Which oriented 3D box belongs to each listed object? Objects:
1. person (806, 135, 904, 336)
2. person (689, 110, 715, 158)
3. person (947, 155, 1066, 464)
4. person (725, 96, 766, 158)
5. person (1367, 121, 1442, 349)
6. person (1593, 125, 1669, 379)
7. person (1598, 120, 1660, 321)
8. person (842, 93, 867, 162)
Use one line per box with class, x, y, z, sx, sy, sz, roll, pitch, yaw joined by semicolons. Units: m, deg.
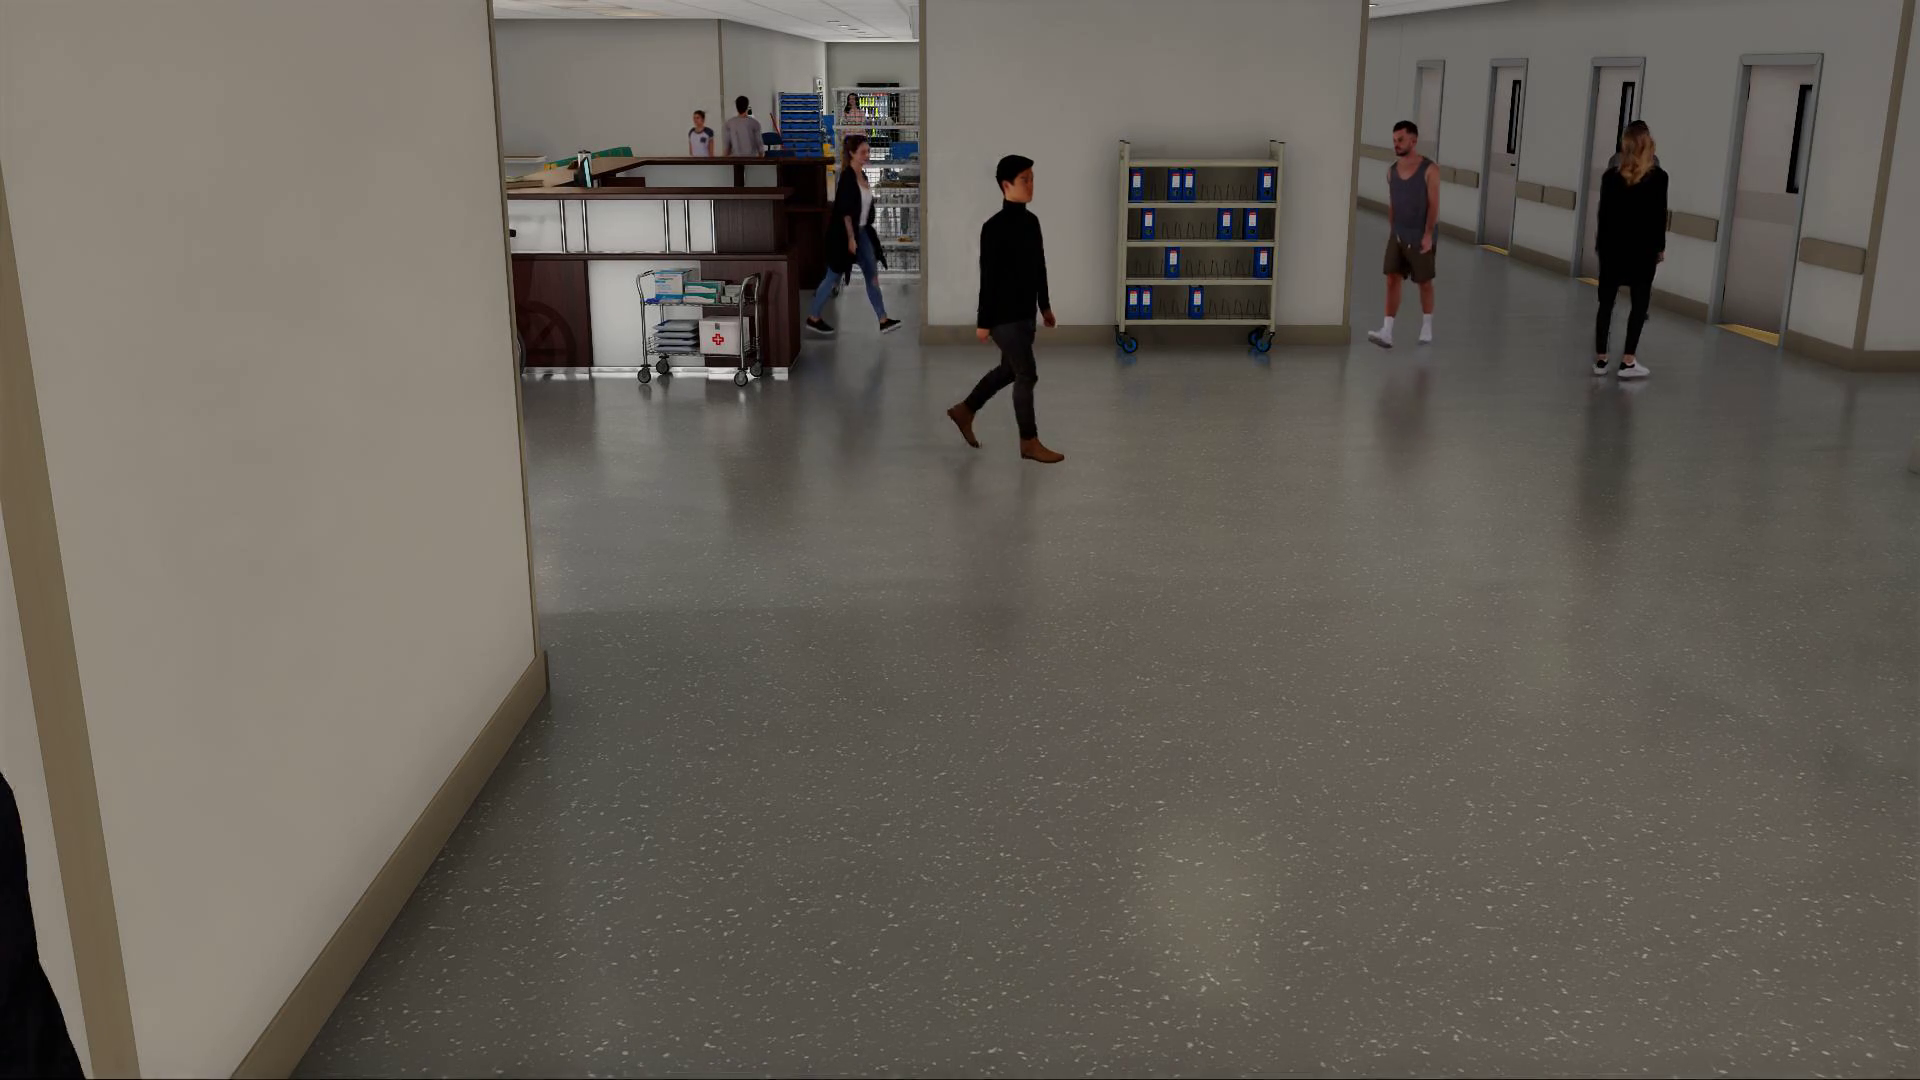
person;-0.996;-2.473;13.733;1.205;1.630;0.941;5;17;18
person;-3.836;-5.593;24.839;0.674;1.610;0.695;4;16;13
person;0.238;-1.301;9.445;1.174;1.701;0.988;9;18;29
person;-2.997;-5.158;22.959;1.155;1.792;0.895;3;16;10
person;3.700;-2.419;13.400;1.212;1.774;1.181;10;19;33
person;4.810;-2.065;11.994;0.702;1.790;0.793;15;22;42
person;5.978;-2.854;14.854;0.671;1.755;0.760;11;19;34
person;-2.064;-7.810;32.410;0.496;1.768;0.724;1;16;4
